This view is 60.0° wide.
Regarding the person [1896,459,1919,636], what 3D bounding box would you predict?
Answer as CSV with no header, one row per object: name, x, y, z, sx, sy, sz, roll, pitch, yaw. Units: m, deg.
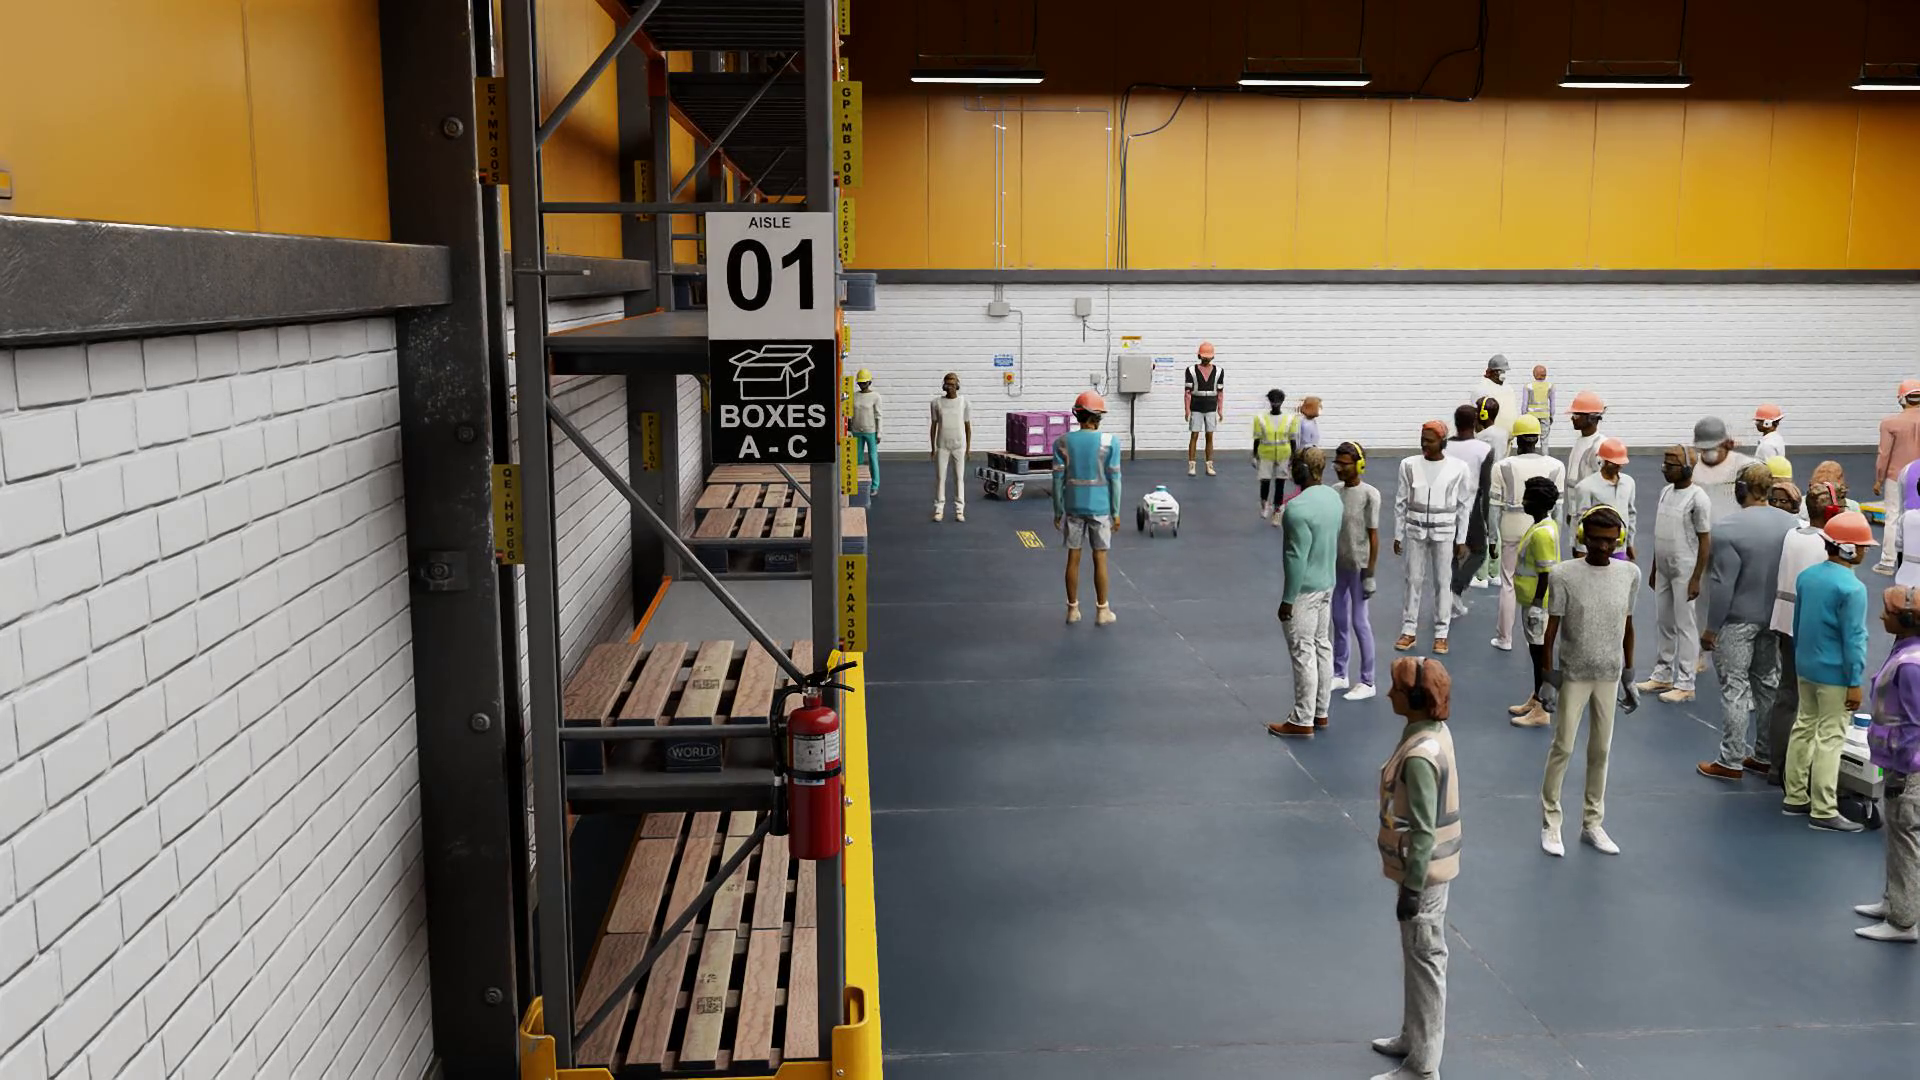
person,7.694,0.035,13.149,0.429,1.836,0.627,-2,9,-15

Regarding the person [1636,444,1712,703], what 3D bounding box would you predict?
person,5.101,0.235,11.850,0.328,1.844,0.514,-2,9,-12

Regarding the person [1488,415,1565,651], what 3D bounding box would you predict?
person,4.547,-0.050,13.421,0.586,1.918,0.395,1,9,6

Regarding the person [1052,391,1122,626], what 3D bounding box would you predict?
person,1.106,-0.271,14.427,0.605,2.038,0.394,3,10,19

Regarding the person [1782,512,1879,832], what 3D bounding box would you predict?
person,4.809,0.710,9.152,0.341,1.750,0.566,0,9,-2

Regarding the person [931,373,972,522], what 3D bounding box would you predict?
person,-0.108,-1.139,20.478,0.506,1.846,0.348,0,9,1

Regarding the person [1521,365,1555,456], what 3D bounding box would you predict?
person,9.005,-1.903,25.922,0.523,1.640,0.306,0,9,3

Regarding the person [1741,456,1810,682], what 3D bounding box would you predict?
person,5.847,0.261,12.028,0.487,1.740,0.315,1,9,4

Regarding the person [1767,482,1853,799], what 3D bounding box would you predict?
person,4.956,0.576,9.702,0.389,1.847,0.563,-2,9,-10

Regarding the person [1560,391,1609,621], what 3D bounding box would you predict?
person,5.357,-0.255,14.306,0.381,2.045,0.605,0,9,2

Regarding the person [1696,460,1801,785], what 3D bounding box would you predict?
person,4.711,0.492,9.947,0.635,1.937,0.353,-3,10,-20

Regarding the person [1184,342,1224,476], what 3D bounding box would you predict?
person,3.691,-1.975,25.133,0.606,2.037,0.382,-1,9,-4

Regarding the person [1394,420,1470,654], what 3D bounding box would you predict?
person,3.783,-0.028,13.382,0.583,1.881,0.338,5,10,26

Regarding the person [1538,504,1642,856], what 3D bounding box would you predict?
person,3.298,0.730,8.688,0.535,1.863,0.329,-1,9,-4

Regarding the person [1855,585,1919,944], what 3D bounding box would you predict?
person,4.297,1.016,7.596,0.310,1.638,0.523,5,10,29

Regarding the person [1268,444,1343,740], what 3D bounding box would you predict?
person,2.275,0.336,10.926,0.361,1.939,0.635,7,11,36

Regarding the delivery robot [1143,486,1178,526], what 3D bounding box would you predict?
delivery robot,2.357,-0.391,19.530,0.477,0.478,0.707,0,9,0

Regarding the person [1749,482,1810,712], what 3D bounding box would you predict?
person,5.576,0.416,11.359,0.517,1.641,0.308,7,12,38

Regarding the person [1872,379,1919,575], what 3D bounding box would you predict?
person,9.571,-0.628,16.820,0.608,1.990,0.385,1,9,7

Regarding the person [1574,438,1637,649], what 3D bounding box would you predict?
person,5.227,0.036,13.443,0.575,1.737,0.355,-3,10,-20

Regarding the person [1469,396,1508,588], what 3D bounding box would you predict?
person,5.116,-0.460,16.180,0.510,1.862,0.327,-8,12,-41

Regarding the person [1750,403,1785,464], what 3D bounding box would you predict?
person,8.097,-0.500,16.754,0.342,1.749,0.569,5,11,30

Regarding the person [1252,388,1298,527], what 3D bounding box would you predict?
person,3.799,-0.999,20.079,0.542,1.680,0.423,1,9,4

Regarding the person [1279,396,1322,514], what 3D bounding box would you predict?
person,4.099,-0.912,19.756,0.494,1.617,0.515,3,10,20

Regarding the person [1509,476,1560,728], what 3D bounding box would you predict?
person,3.880,0.413,11.197,0.316,1.695,0.540,3,9,17

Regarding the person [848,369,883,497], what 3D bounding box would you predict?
person,-1.310,-1.473,22.863,0.524,1.761,0.338,4,10,23

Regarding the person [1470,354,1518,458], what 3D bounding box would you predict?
person,6.836,-1.345,21.164,0.686,2.000,0.538,-6,11,-35

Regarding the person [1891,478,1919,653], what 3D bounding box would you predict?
person,6.729,0.351,11.590,0.316,1.696,0.540,-1,9,-8

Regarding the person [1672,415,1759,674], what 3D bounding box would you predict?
person,5.871,-0.014,12.807,0.754,2.000,0.866,8,12,40

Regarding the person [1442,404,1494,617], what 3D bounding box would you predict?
person,4.401,-0.242,14.640,0.625,1.904,0.499,9,12,43

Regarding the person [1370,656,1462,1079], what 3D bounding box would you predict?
person,1.705,1.236,6.205,0.314,1.641,0.515,3,10,19

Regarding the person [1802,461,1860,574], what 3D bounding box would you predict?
person,6.553,0.210,12.667,0.501,1.633,0.285,7,12,38

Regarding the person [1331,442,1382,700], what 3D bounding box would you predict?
person,2.802,0.216,11.943,0.324,1.860,0.516,-5,10,-28
